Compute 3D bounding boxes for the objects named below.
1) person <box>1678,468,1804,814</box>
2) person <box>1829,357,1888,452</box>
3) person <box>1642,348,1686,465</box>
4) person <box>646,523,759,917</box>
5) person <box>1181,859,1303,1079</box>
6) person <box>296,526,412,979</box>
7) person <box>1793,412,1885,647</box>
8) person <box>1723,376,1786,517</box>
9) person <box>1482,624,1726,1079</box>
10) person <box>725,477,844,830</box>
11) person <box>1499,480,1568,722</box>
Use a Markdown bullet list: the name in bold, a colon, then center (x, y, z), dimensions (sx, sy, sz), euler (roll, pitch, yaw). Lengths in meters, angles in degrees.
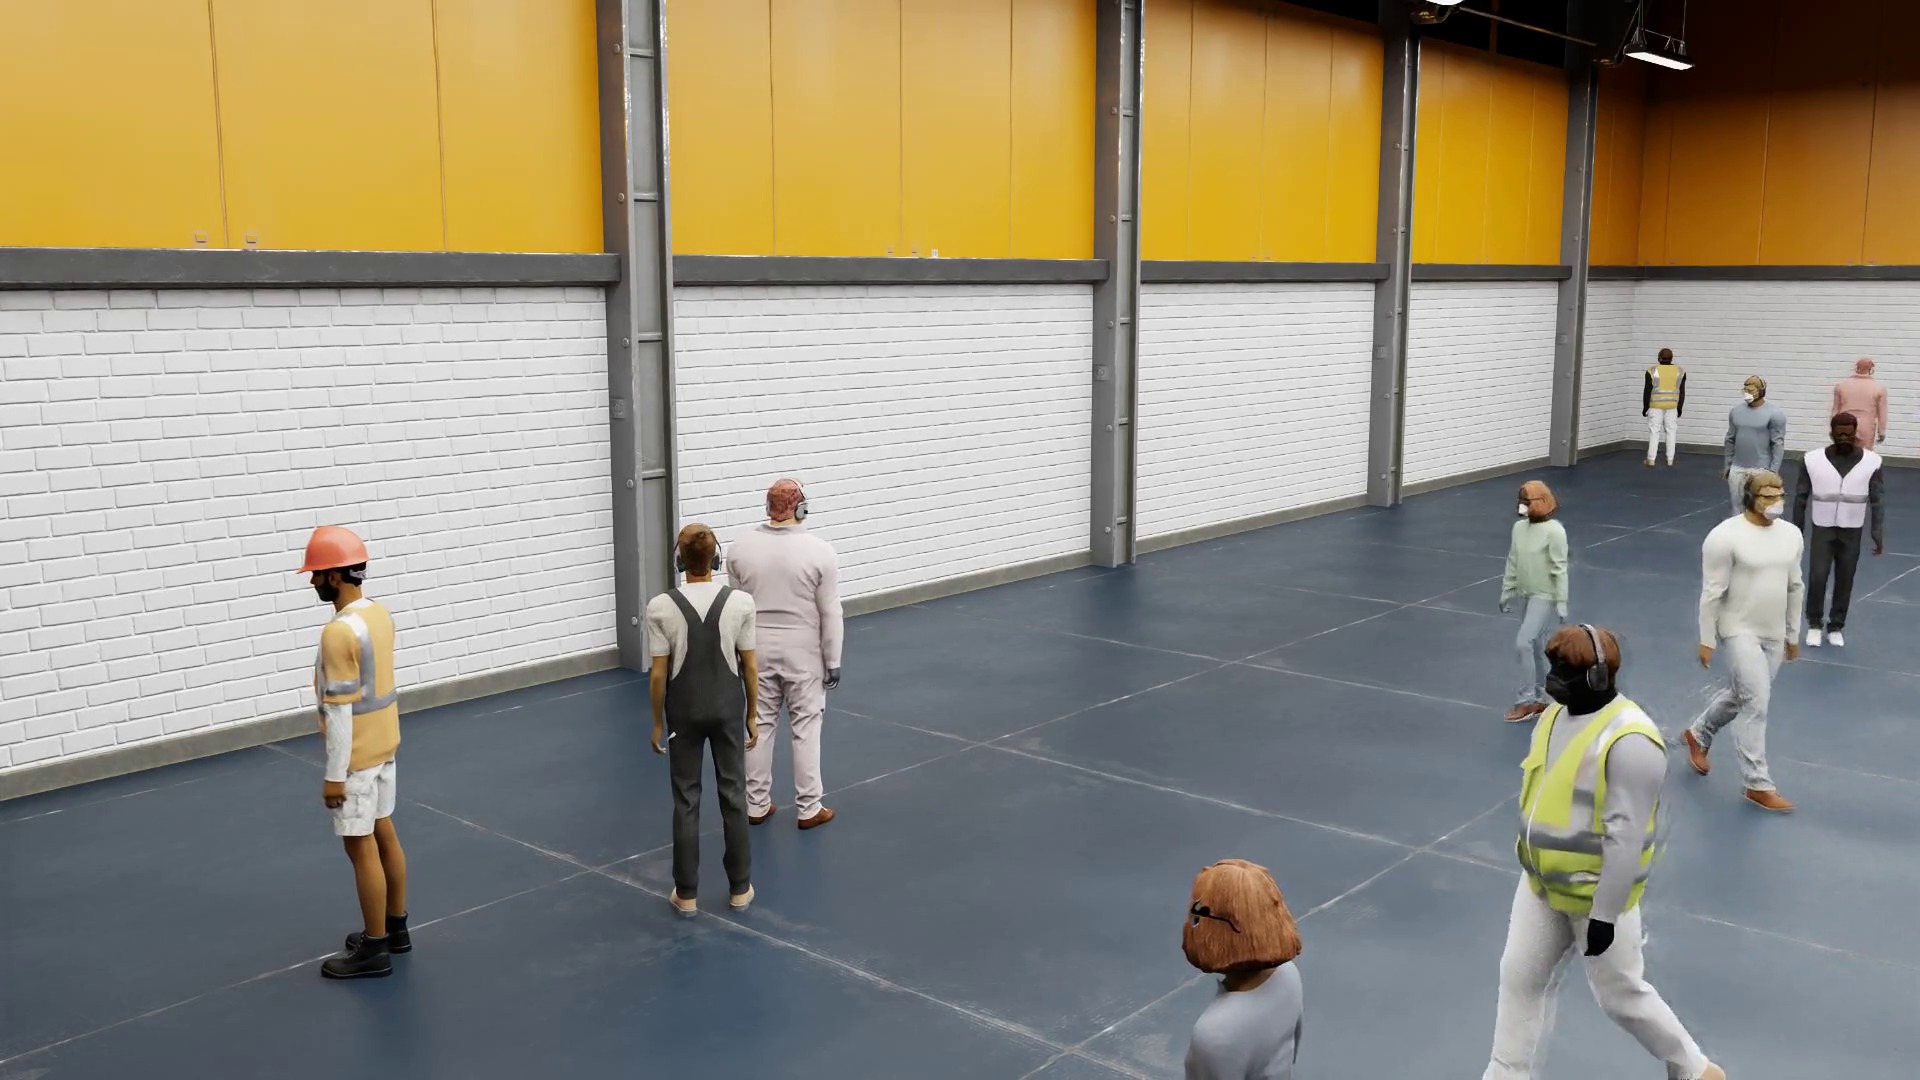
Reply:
- **person**: center (4.475, 0.522, 9.516), dimensions (0.638, 1.911, 0.924), euler (-3, 10, -18)
- **person**: center (11.936, -1.479, 22.085), dimensions (0.677, 1.895, 0.415), euler (7, 11, 37)
- **person**: center (11.004, -2.080, 26.047), dimensions (0.633, 1.841, 0.429), euler (1, 9, 4)
- **person**: center (-1.189, 0.837, 7.737), dimensions (0.505, 1.840, 0.346), euler (-2, 9, -13)
- **person**: center (0.649, 1.546, 3.922), dimensions (0.268, 1.632, 0.509), euler (5, 11, 30)
- **person**: center (-2.592, 0.896, 7.091), dimensions (0.381, 1.929, 0.542), euler (0, 9, -1)
- **person**: center (7.011, -0.072, 13.275), dimensions (0.631, 1.891, 0.620), euler (4, 10, 21)
- **person**: center (8.259, -0.745, 17.355), dimensions (0.355, 1.938, 0.634), euler (-5, 10, -30)
- **person**: center (2.209, 1.175, 5.729), dimensions (0.893, 1.810, 0.628), euler (-2, 9, -12)
- **person**: center (-0.927, 0.611, 8.977), dimensions (0.647, 1.903, 0.402), euler (2, 9, 15)
- **person**: center (3.777, 0.408, 11.108), dimensions (0.600, 1.611, 0.536), euler (-3, 9, -16)
